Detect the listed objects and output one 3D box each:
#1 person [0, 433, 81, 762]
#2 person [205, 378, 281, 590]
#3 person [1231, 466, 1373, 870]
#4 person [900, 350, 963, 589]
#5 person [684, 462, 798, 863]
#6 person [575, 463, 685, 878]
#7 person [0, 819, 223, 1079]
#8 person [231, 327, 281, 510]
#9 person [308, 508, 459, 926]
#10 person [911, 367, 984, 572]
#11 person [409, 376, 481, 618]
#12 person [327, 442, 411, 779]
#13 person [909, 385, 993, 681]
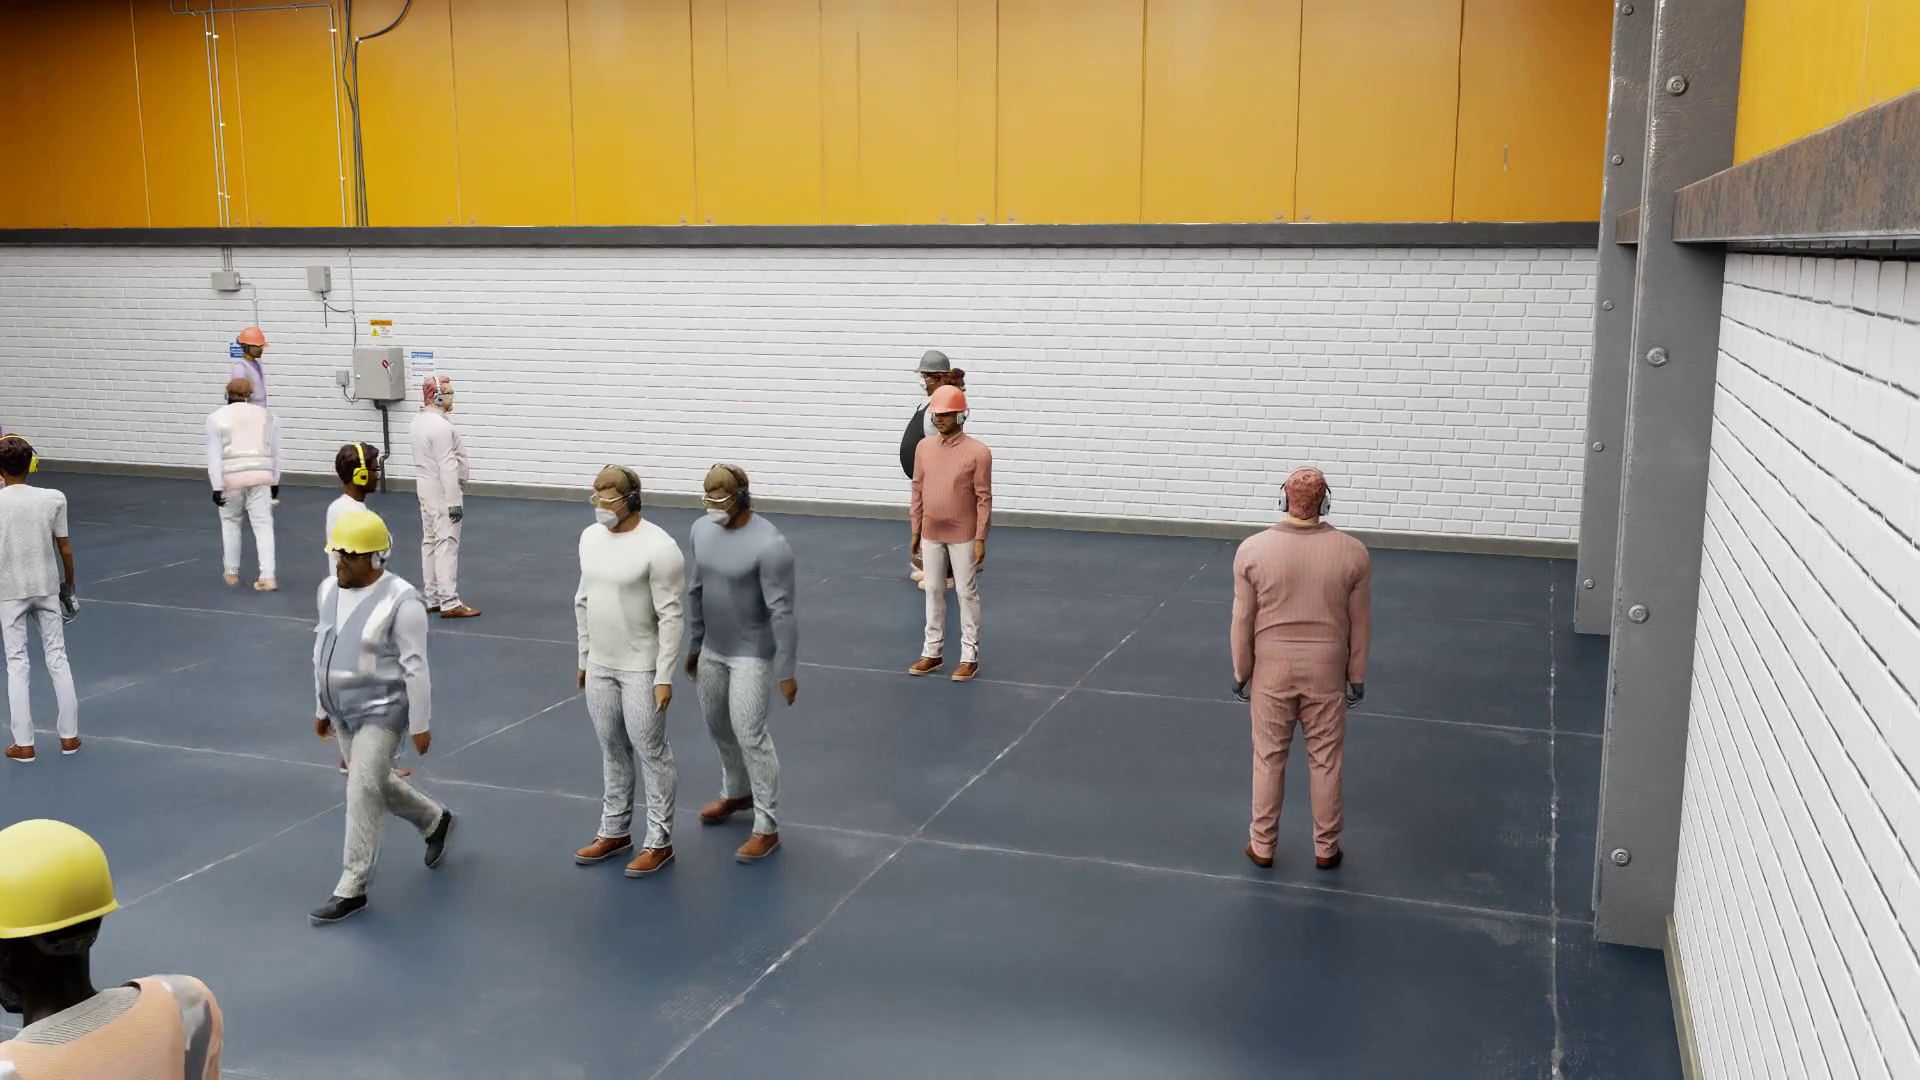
[{"bbox_3d":[-5.304,0.327,9.465,0.512,1.870,0.328,-8,13,-39],"label":"person"},{"bbox_3d":[-6.116,-0.479,14.212,0.651,1.791,0.893,-8,13,-39],"label":"person"},{"bbox_3d":[1.590,0.604,7.798,0.647,1.908,0.409,1,10,7],"label":"person"},{"bbox_3d":[-0.246,-0.605,14.224,0.537,2.000,0.679,-2,10,-9],"label":"person"},{"bbox_3d":[-1.046,0.552,8.079,0.810,1.915,0.547,9,13,41],"label":"person"},{"bbox_3d":[-1.552,0.597,7.751,0.627,1.938,0.370,7,12,34],"label":"person"},{"bbox_3d":[-1.588,1.440,3.029,0.366,1.926,0.594,4,11,21],"label":"person"},{"bbox_3d":[-7.792,-1.335,18.391,0.416,2.031,0.609,-1,10,-4],"label":"person"},{"bbox_3d":[-2.583,0.729,7.400,0.597,1.807,0.832,6,12,32],"label":"person"},{"bbox_3d":[-0.112,-0.590,14.731,0.545,1.885,0.570,1,10,4],"label":"person"},{"bbox_3d":[-4.068,-0.340,13.110,0.410,1.909,0.642,-8,13,-37],"label":"person"},{"bbox_3d":[-3.257,0.398,9.086,0.327,1.862,0.516,-6,12,-30],"label":"person"},{"bbox_3d":[-0.073,-0.049,11.224,0.612,1.995,0.376,6,12,29],"label":"person"}]
